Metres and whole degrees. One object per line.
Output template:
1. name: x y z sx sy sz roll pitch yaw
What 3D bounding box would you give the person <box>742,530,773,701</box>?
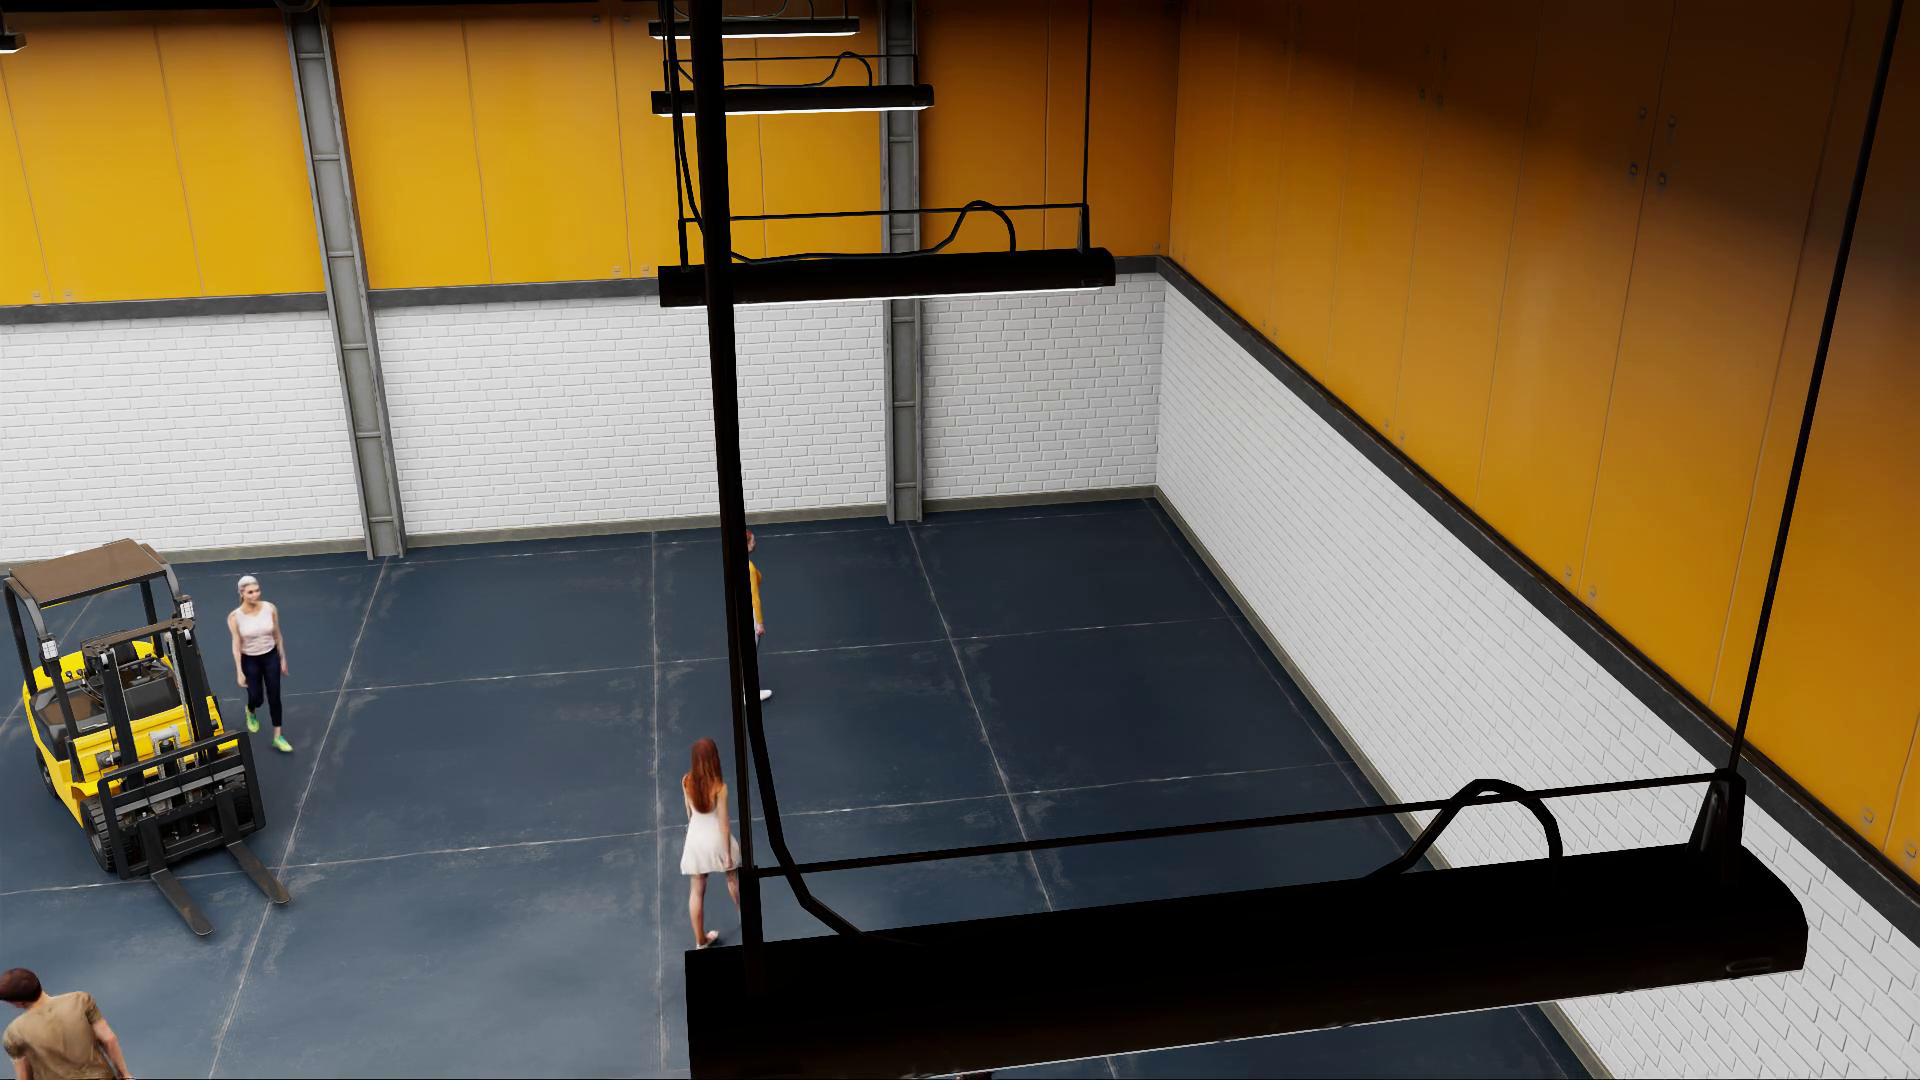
1. person: -2.019 0.708 15.665 0.661 1.748 0.649 -17 29 -34

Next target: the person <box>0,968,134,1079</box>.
1. person: -5.117 3.242 9.781 0.685 1.817 0.952 -9 25 -19

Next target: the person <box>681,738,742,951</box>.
1. person: -1.884 2.271 12.165 1.008 1.686 0.973 10 25 21

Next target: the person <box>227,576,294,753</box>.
1. person: -6.299 1.080 14.881 0.902 1.693 0.923 -21 31 -39
